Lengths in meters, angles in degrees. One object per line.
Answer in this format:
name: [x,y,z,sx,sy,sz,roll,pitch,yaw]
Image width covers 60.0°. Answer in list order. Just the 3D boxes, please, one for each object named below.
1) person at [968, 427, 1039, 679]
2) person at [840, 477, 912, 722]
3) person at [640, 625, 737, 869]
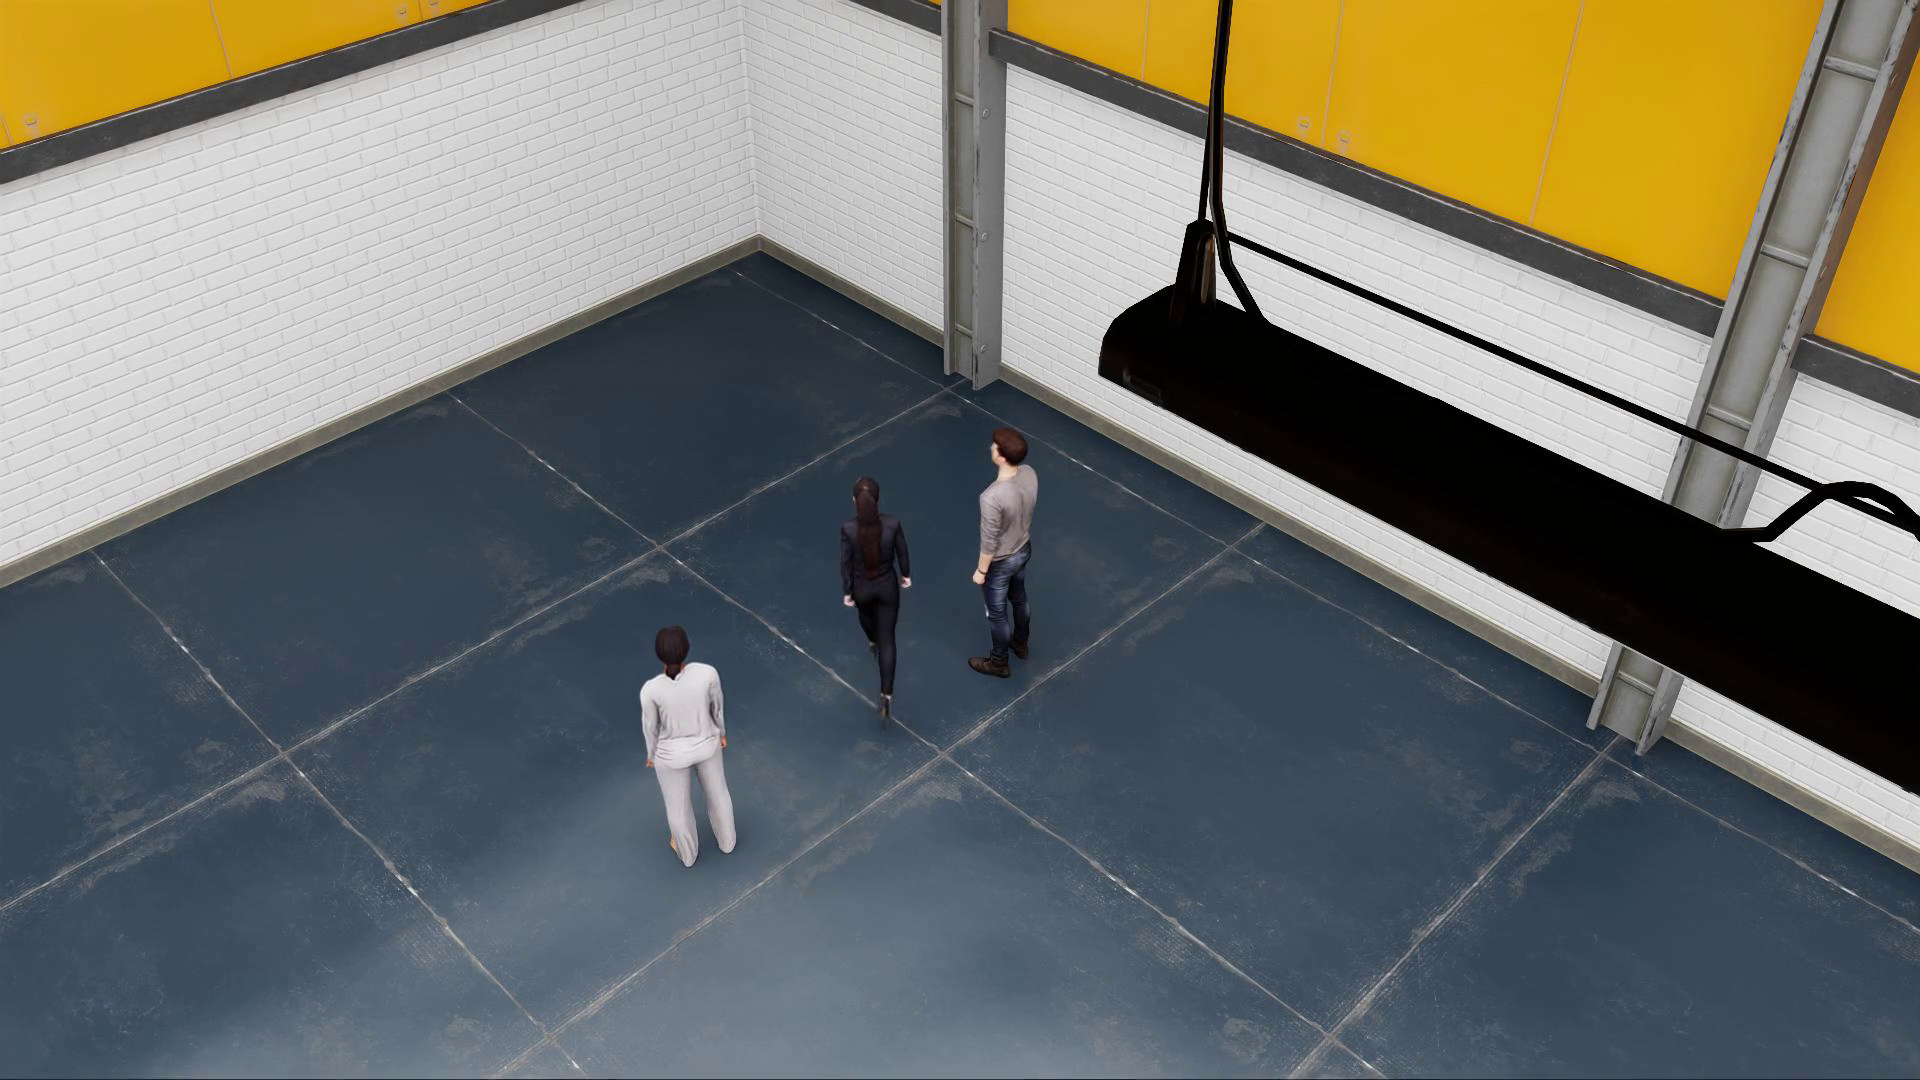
person: [0.302,0.088,10.775,0.618,1.911,0.711,25,45,28]
person: [-0.532,0.387,10.596,1.031,1.666,1.157,-3,39,-4]
person: [-1.563,1.185,9.541,0.702,1.736,0.654,-16,41,-19]
